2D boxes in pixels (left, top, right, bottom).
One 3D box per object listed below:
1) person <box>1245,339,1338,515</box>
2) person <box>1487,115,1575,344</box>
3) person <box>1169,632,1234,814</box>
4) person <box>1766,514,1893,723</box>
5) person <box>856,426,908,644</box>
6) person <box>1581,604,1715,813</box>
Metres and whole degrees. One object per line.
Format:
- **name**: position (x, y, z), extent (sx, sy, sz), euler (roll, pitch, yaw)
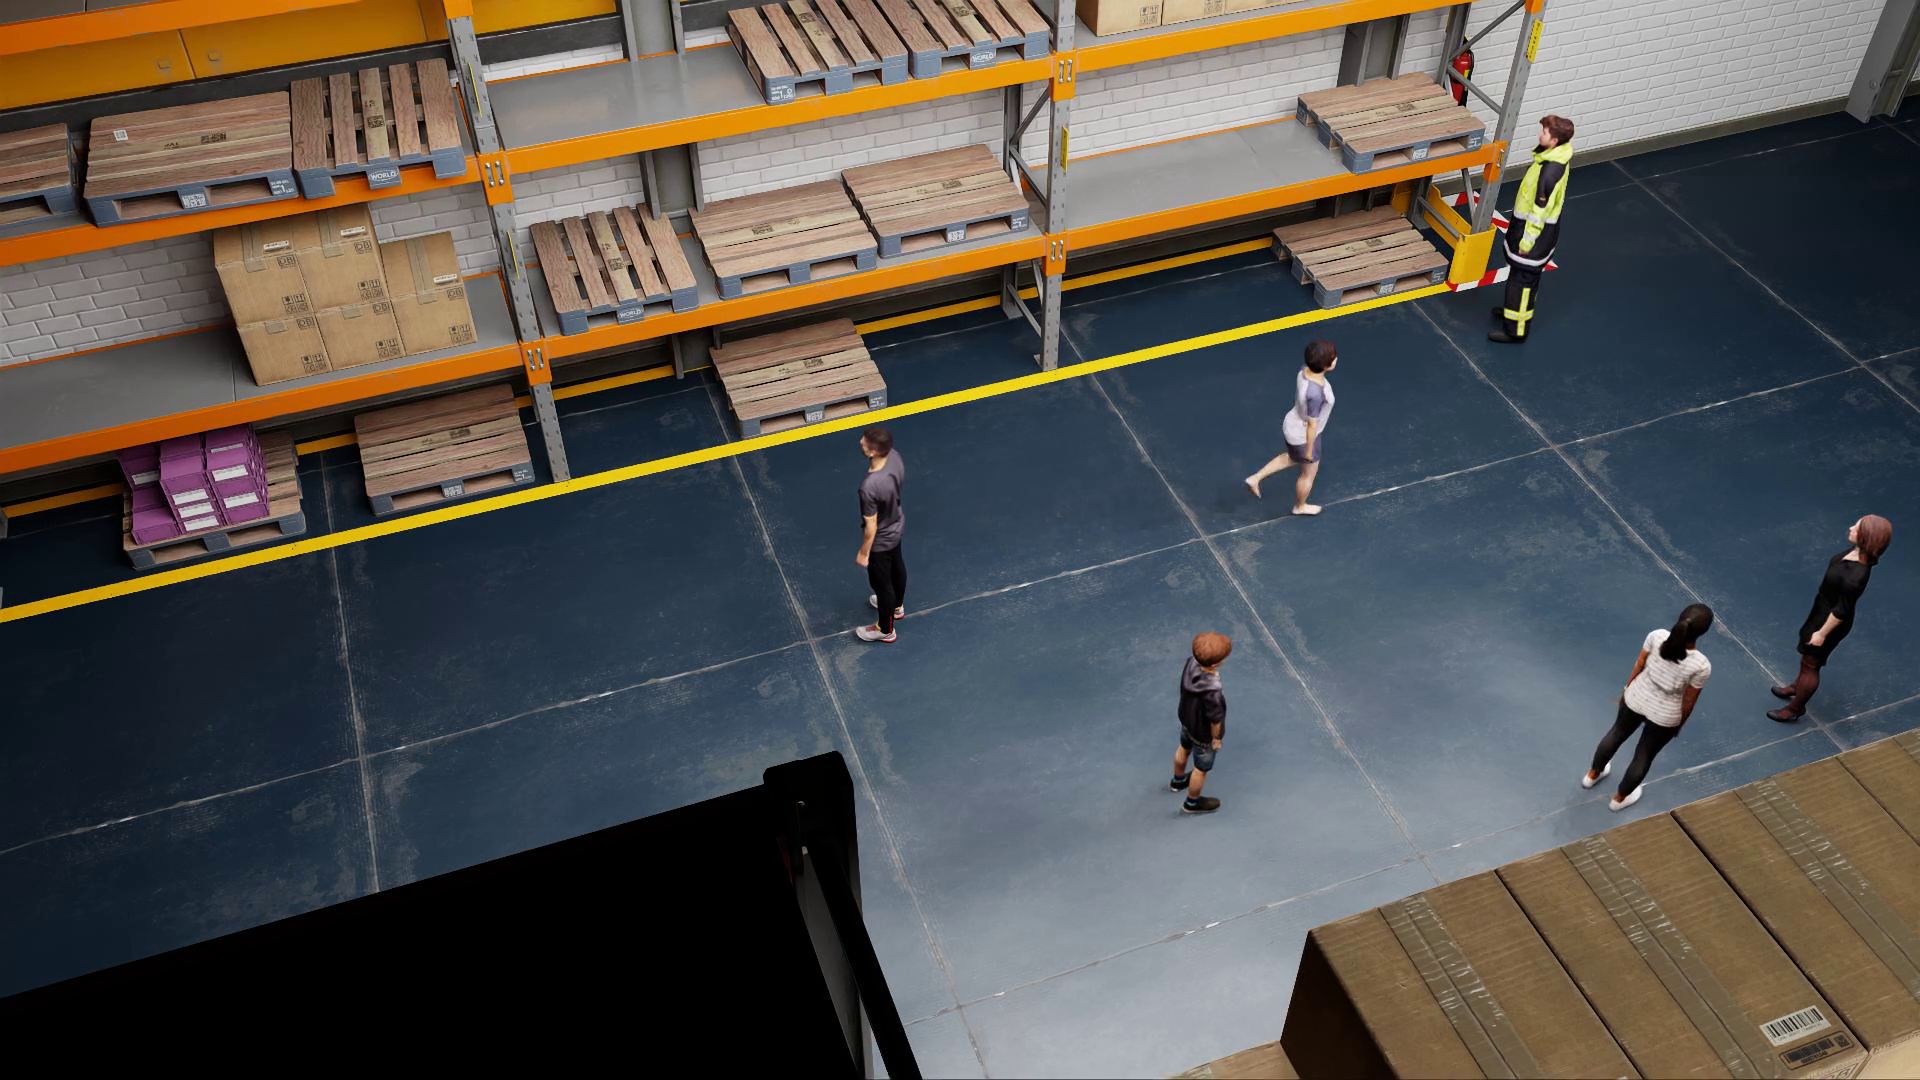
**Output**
- **person**: position (2.388, -0.771, 11.842), extent (0.874, 1.546, 0.691), euler (-2, 44, -2)
- **person**: position (4.614, -2.498, 13.342), extent (0.896, 1.979, 0.860), euler (14, 45, 14)
- **person**: position (1.447, 1.080, 9.971), extent (0.500, 1.447, 0.524), euler (-14, 45, -14)
- **person**: position (5.436, 0.498, 10.395), extent (0.710, 1.706, 0.636), euler (20, 47, 20)
- **person**: position (-0.511, -0.047, 10.924), extent (0.750, 1.764, 0.719), euler (12, 45, 13)
- **person**: position (4.114, 1.004, 9.916), extent (0.650, 1.634, 0.641), euler (-30, 51, -28)
